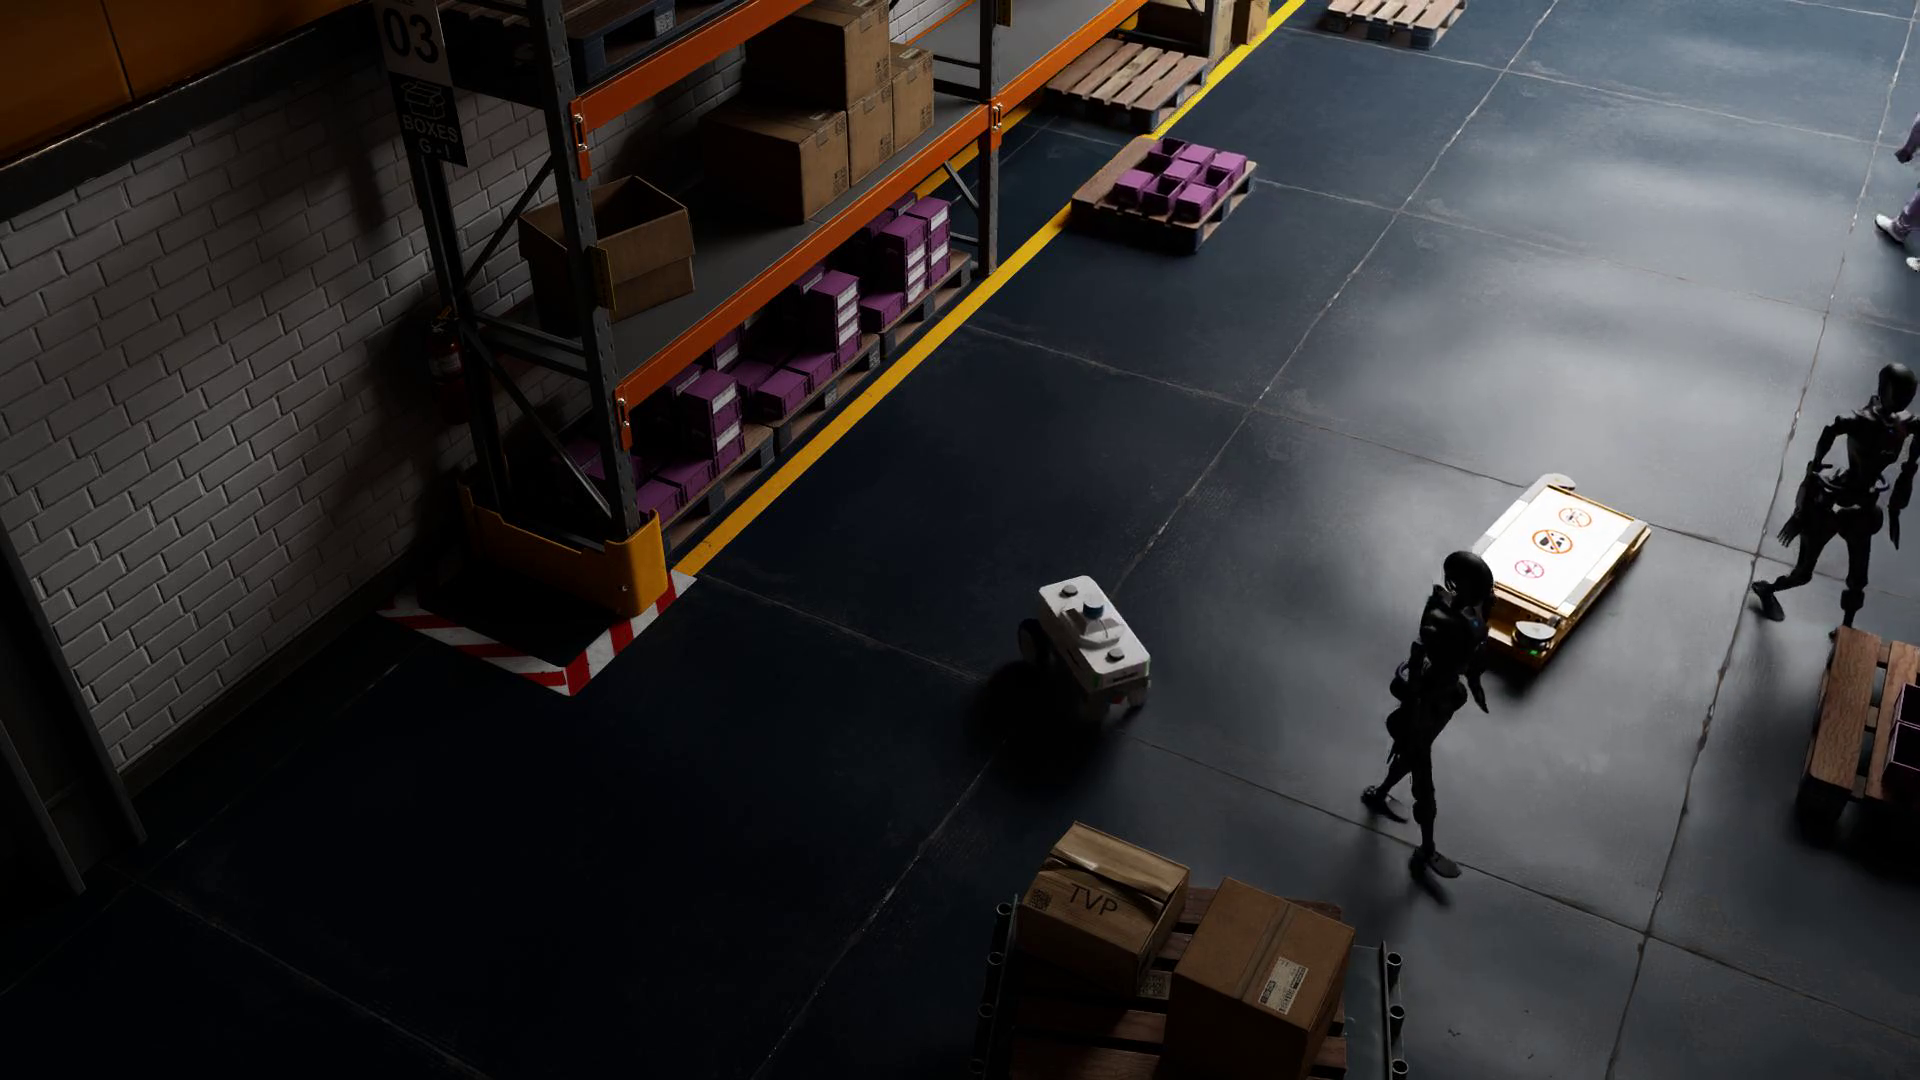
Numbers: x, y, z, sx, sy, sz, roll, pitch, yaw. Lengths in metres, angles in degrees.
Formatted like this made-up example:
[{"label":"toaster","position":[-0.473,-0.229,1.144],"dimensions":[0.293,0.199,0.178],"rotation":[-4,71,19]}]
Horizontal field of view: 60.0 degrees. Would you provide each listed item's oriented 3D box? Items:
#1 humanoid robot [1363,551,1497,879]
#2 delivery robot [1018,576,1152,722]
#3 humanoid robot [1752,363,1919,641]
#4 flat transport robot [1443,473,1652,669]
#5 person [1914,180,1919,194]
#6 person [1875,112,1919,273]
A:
[{"label":"humanoid robot","position":[2.114,0.723,7.201],"dimensions":[0.587,1.642,0.655],"rotation":[-30,47,-32]},{"label":"delivery robot","position":[0.647,0.516,8.350],"dimensions":[0.502,0.599,0.770],"rotation":[-14,41,-17]},{"label":"humanoid robot","position":[4.438,-0.164,8.321],"dimensions":[0.583,1.630,0.572],"rotation":[-1,39,-1]},{"label":"flat transport robot","position":[3.172,0.136,9.049],"dimensions":[0.659,0.231,1.431],"rotation":[28,46,30]},{"label":"person","position":[7.247,-3.109,11.807],"dimensions":[0.568,1.896,0.358],"rotation":[23,44,26]},{"label":"person","position":[6.725,-2.766,11.400],"dimensions":[0.656,1.864,0.904],"rotation":[-13,41,-16]}]
